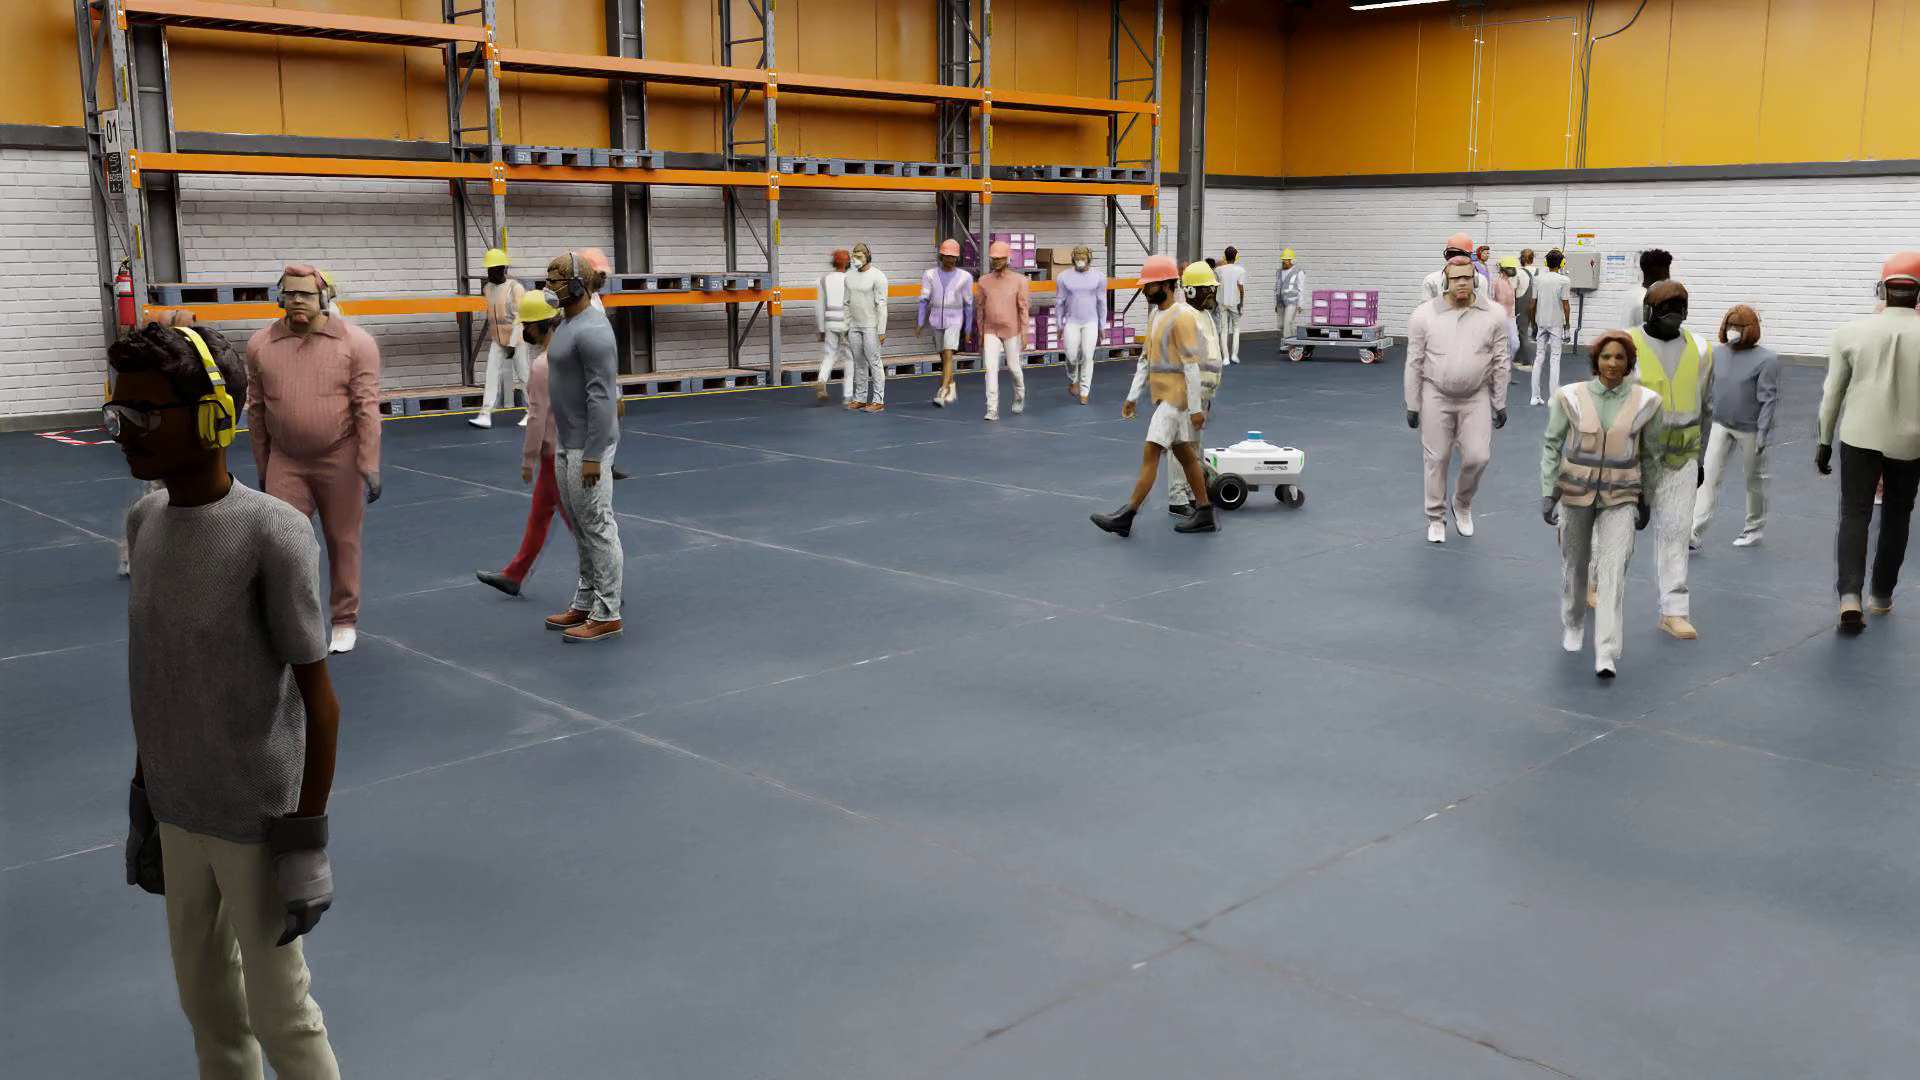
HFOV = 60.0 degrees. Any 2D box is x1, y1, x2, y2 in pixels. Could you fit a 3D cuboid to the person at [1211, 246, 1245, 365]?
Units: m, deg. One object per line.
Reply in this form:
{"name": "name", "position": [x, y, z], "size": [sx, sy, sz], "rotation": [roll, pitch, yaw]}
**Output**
{"name": "person", "position": [4.219, -3.693, 26.202], "size": [0.522, 1.846, 0.671], "rotation": [3, 11, 14]}

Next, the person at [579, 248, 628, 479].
{"name": "person", "position": [-2.940, -1.404, 13.539], "size": [0.590, 1.913, 0.566], "rotation": [1, 10, 6]}

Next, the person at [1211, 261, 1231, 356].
{"name": "person", "position": [4.310, -3.817, 27.560], "size": [0.511, 1.590, 0.758], "rotation": [1, 10, 7]}

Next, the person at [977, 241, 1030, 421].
{"name": "person", "position": [0.491, -2.329, 18.448], "size": [0.618, 1.970, 0.897], "rotation": [3, 11, 17]}

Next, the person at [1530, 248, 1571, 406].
{"name": "person", "position": [7.021, -2.521, 19.748], "size": [0.323, 1.875, 0.530], "rotation": [-9, 14, -40]}

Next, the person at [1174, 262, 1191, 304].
{"name": "person", "position": [3.496, -3.564, 26.166], "size": [0.527, 1.608, 0.535], "rotation": [-1, 10, -7]}

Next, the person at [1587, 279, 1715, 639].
{"name": "person", "position": [3.581, -0.453, 8.659], "size": [0.640, 1.810, 0.898], "rotation": [0, 10, 1]}

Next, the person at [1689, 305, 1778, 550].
{"name": "person", "position": [4.924, -0.703, 10.606], "size": [0.903, 1.571, 0.514], "rotation": [-8, 13, -37]}

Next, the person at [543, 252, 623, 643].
{"name": "person", "position": [-1.897, -0.462, 8.341], "size": [0.368, 1.939, 0.633], "rotation": [-5, 12, -26]}

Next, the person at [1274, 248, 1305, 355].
{"name": "person", "position": [5.606, -4.037, 28.225], "size": [0.667, 1.803, 0.602], "rotation": [-8, 13, -38]}

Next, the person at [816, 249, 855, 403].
{"name": "person", "position": [-1.458, -2.533, 19.855], "size": [0.584, 1.864, 0.757], "rotation": [4, 11, 20]}

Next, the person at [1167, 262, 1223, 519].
{"name": "person", "position": [1.689, -1.079, 11.995], "size": [0.404, 1.834, 0.592], "rotation": [5, 12, 27]}

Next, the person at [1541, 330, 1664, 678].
{"name": "person", "position": [2.993, -0.186, 7.794], "size": [0.510, 1.590, 0.904], "rotation": [4, 11, 21]}

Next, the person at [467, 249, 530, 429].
{"name": "person", "position": [-4.783, -2.098, 17.443], "size": [0.589, 1.872, 0.938], "rotation": [6, 12, 28]}

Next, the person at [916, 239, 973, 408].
{"name": "person", "position": [-0.159, -2.574, 19.765], "size": [0.617, 1.980, 1.114], "rotation": [3, 11, 16]}

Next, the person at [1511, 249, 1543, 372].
{"name": "person", "position": [8.408, -3.445, 24.960], "size": [0.534, 1.813, 0.853], "rotation": [-4, 11, -20]}

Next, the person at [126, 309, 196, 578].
{"name": "person", "position": [-4.538, -0.554, 9.776], "size": [0.862, 1.590, 0.527], "rotation": [-4, 11, -21]}

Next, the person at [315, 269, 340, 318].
{"name": "person", "position": [-5.949, -1.707, 15.750], "size": [0.815, 1.712, 0.493], "rotation": [-9, 14, -41]}

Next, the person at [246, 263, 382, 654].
{"name": "person", "position": [-3.086, -0.369, 7.974], "size": [0.669, 1.897, 0.504], "rotation": [-1, 10, -7]}

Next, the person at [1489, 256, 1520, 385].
{"name": "person", "position": [7.363, -2.946, 22.429], "size": [0.582, 1.748, 0.535], "rotation": [7, 13, 35]}

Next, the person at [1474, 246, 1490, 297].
{"name": "person", "position": [8.866, -4.108, 28.475], "size": [0.377, 1.844, 0.569], "rotation": [7, 13, 35]}

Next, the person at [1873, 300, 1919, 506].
{"name": "person", "position": [7.056, -1.160, 12.302], "size": [0.683, 1.884, 0.603], "rotation": [-1, 10, -6]}

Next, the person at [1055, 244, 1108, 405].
{"name": "person", "position": [1.466, -2.601, 20.068], "size": [0.625, 1.918, 0.573], "rotation": [1, 10, 5]}

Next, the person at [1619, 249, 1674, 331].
{"name": "person", "position": [5.677, -1.445, 13.789], "size": [1.045, 1.909, 0.626], "rotation": [2, 11, 10]}

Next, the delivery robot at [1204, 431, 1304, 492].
{"name": "delivery robot", "position": [2.202, -0.571, 12.458], "size": [0.707, 0.478, 0.477], "rotation": [-1, 10, -5]}

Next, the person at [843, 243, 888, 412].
{"name": "person", "position": [-1.087, -2.433, 19.125], "size": [0.631, 1.933, 0.366], "rotation": [9, 14, 42]}

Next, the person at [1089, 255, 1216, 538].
{"name": "person", "position": [1.331, -0.954, 11.175], "size": [0.963, 1.878, 0.545], "rotation": [-2, 11, -12]}

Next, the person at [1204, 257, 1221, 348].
{"name": "person", "position": [4.136, -3.860, 27.598], "size": [0.662, 1.665, 0.548], "rotation": [-6, 12, -30]}

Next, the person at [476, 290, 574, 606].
{"name": "person", "position": [-2.285, -0.482, 9.034], "size": [0.895, 1.715, 0.536], "rotation": [1, 10, 5]}

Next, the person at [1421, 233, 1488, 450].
{"name": "person", "position": [4.671, -1.871, 15.741], "size": [0.616, 2.041, 0.382], "rotation": [5, 12, 27]}

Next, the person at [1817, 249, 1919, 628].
{"name": "person", "position": [4.788, -0.520, 8.625], "size": [0.623, 1.958, 0.973], "rotation": [6, 12, 30]}

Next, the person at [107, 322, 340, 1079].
{"name": "person", "position": [-1.382, 0.533, 3.104], "size": [0.531, 1.870, 0.316], "rotation": [6, 12, 29]}

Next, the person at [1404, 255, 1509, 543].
{"name": "person", "position": [3.257, -0.911, 10.923], "size": [0.676, 1.890, 0.427], "rotation": [2, 11, 11]}
